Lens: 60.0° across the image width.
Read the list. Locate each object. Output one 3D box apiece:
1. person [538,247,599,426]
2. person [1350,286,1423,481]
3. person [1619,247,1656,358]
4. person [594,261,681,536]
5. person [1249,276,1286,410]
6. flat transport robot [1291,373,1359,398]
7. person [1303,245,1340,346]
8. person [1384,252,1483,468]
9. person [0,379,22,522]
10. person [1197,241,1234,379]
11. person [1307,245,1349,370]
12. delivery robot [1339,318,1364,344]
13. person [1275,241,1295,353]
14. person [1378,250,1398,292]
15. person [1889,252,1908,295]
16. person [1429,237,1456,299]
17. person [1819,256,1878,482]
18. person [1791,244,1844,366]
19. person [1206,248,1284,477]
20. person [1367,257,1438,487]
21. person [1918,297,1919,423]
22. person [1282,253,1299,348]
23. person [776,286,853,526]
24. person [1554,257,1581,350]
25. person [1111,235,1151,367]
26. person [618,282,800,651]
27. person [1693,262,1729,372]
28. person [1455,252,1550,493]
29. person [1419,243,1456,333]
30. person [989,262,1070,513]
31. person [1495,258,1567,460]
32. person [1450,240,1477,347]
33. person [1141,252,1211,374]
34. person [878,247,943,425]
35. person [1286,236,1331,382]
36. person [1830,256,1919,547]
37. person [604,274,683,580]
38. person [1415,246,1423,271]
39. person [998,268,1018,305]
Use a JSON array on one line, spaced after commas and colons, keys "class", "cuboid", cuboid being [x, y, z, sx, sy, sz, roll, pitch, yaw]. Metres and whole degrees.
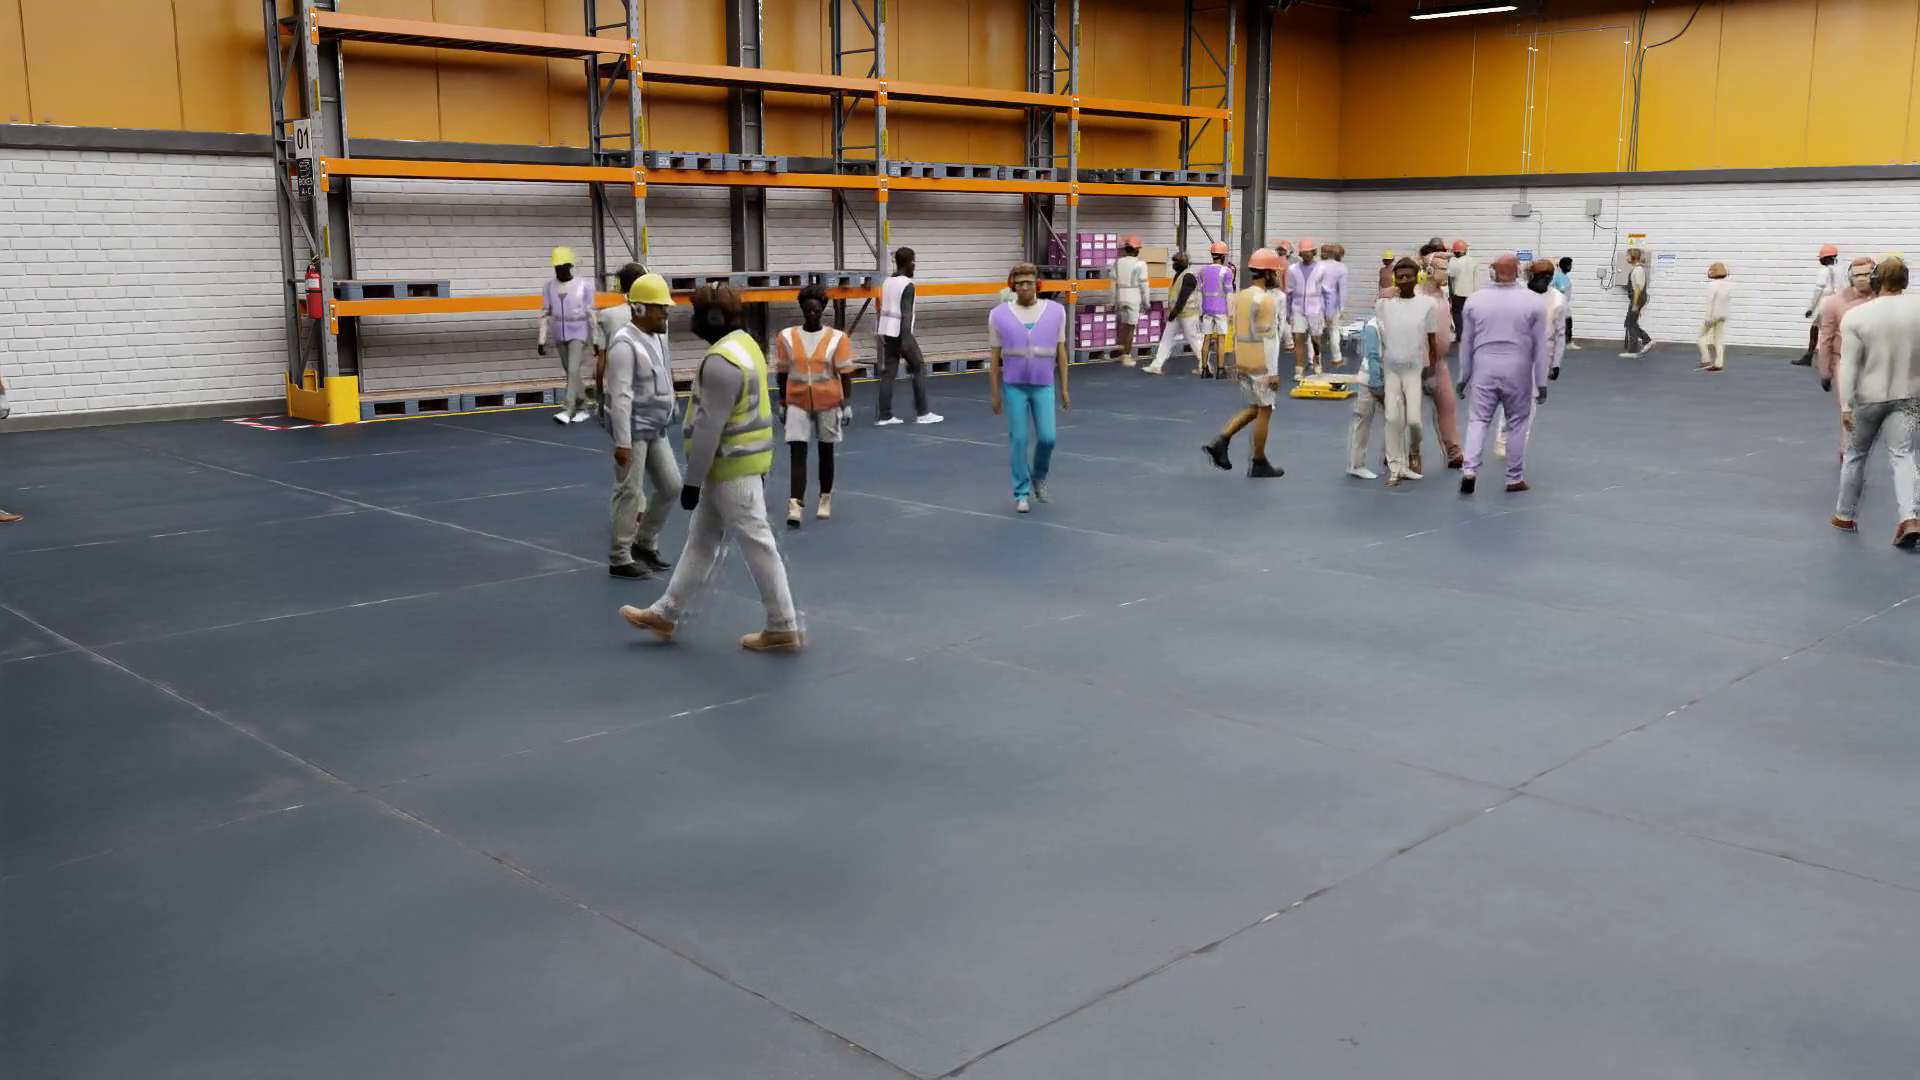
[{"class": "person", "cuboid": [-4.226, -2.158, 17.735, 0.610, 1.877, 0.971, 3, 11, 17]}, {"class": "person", "cuboid": [3.515, -1.272, 13.633, 0.527, 1.599, 0.739, -9, 14, -41]}, {"class": "person", "cuboid": [11.210, -3.918, 27.483, 0.492, 1.828, 0.534, 4, 11, 22]}, {"class": "person", "cuboid": [-2.169, -0.969, 11.372, 0.543, 1.835, 0.839, 2, 11, 11]}, {"class": "person", "cuboid": [3.575, -2.415, 19.610, 0.484, 1.711, 0.804, 1, 10, 4]}, {"class": "flat transport robot", "cuboid": [4.723, -1.972, 21.127, 0.652, 0.197, 1.431, 5, 12, 26]}, {"class": "person", "cuboid": [6.686, -4.483, 30.552, 0.846, 1.855, 0.624, -2, 11, -13]}, {"class": "person", "cuboid": [4.097, -1.523, 14.328, 0.656, 1.866, 0.926, -10, 14, -43]}, {"class": "person", "cuboid": [-6.950, -1.042, 11.738, 0.507, 1.859, 0.351, 5, 12, 26]}, {"class": "person", "cuboid": [3.621, -3.231, 23.446, 0.553, 1.935, 0.361, 8, 13, 39]}, {"class": "person", "cuboid": [5.616, -3.525, 25.212, 0.615, 1.865, 0.968, 7, 12, 33]}, {"class": "delivery robot", "cuboid": [7.056, -3.681, 29.415, 0.707, 0.478, 0.477, 1, 10, 3]}, {"class": "person", "cuboid": [5.413, -4.139, 28.461, 1.064, 1.935, 0.621, -8, 13, -37]}, {"class": "person", "cuboid": [8.073, -4.585, 31.352, 0.424, 1.745, 0.543, -6, 12, -29]}, {"class": "person", "cuboid": [13.451, -3.296, 24.217, 0.591, 1.792, 0.947, -7, 13, -35]}, {"class": "person", "cuboid": [8.430, -4.405, 29.566, 0.743, 2.000, 0.743, -4, 11, -19]}, {"class": "person", "cuboid": [7.585, -1.462, 14.030, 0.632, 1.859, 0.982, 3, 11, 15]}, {"class": "person", "cuboid": [13.346, -3.577, 25.470, 0.537, 1.894, 0.980, -10, 14, -43]}, {"class": "person", "cuboid": [2.431, -1.462, 13.836, 0.559, 1.920, 0.549, -3, 11, -15]}, {"class": "person", "cuboid": [3.596, -1.368, 13.525, 0.517, 1.852, 0.493, 4, 11, 21]}, {"class": "person", "cuboid": [10.507, -2.135, 17.943, 0.329, 1.765, 0.533, 0, 10, 1]}, {"class": "person", "cuboid": [5.774, -4.369, 29.754, 0.649, 1.889, 0.973, 6, 12, 28]}, {"class": "person", "cuboid": [-1.026, -0.936, 11.638, 0.549, 1.662, 0.712, 0, 10, 2]}, {"class": "person", "cuboid": [10.546, -4.184, 29.410, 0.854, 1.655, 0.525, 7, 12, 32]}, {"class": "person", "cuboid": [2.687, -3.685, 25.690, 0.630, 2.017, 0.698, 9, 14, 40]}, {"class": "person", "cuboid": [-1.218, -0.339, 8.053, 0.941, 1.791, 0.657, 0, 10, 1]}, {"class": "person", "cuboid": [11.201, -3.317, 24.790, 0.523, 1.614, 0.517, -7, 12, -33]}, {"class": "person", "cuboid": [4.238, -1.288, 13.046, 0.715, 1.927, 0.576, 6, 12, 28]}, {"class": "person", "cuboid": [6.066, -2.887, 21.624, 0.603, 1.924, 0.997, -5, 11, -24]}, {"class": "person", "cuboid": [0.508, -1.110, 12.162, 0.604, 1.826, 0.445, 0, 10, -2]}, {"class": "person", "cuboid": [5.110, -1.608, 14.947, 0.661, 1.813, 0.453, 0, 10, -2]}, {"class": "person", "cuboid": [9.136, -4.505, 30.423, 0.680, 1.937, 0.746, -6, 12, -28]}, {"class": "person", "cuboid": [3.213, -3.289, 24.185, 0.997, 1.784, 0.623, -3, 11, -17]}, {"class": "person", "cuboid": [-0.545, -2.176, 17.852, 0.825, 1.888, 0.597, -7, 12, -33]}, {"class": "person", "cuboid": [4.859, -3.217, 23.174, 0.614, 2.017, 0.799, 4, 11, 23]}, {"class": "person", "cuboid": [6.124, -0.920, 10.978, 0.641, 1.901, 1.000, 2, 11, 12]}, {"class": "person", "cuboid": [-1.859, -0.650, 9.768, 0.480, 1.804, 0.600, 2, 11, 11]}, {"class": "person", "cuboid": [8.377, -4.413, 30.172, 1.061, 1.836, 0.660, 10, 14, 43]}, {"class": "person", "cuboid": [0.748, -2.856, 22.349, 0.513, 1.578, 0.873, -1, 10, -5]}]
